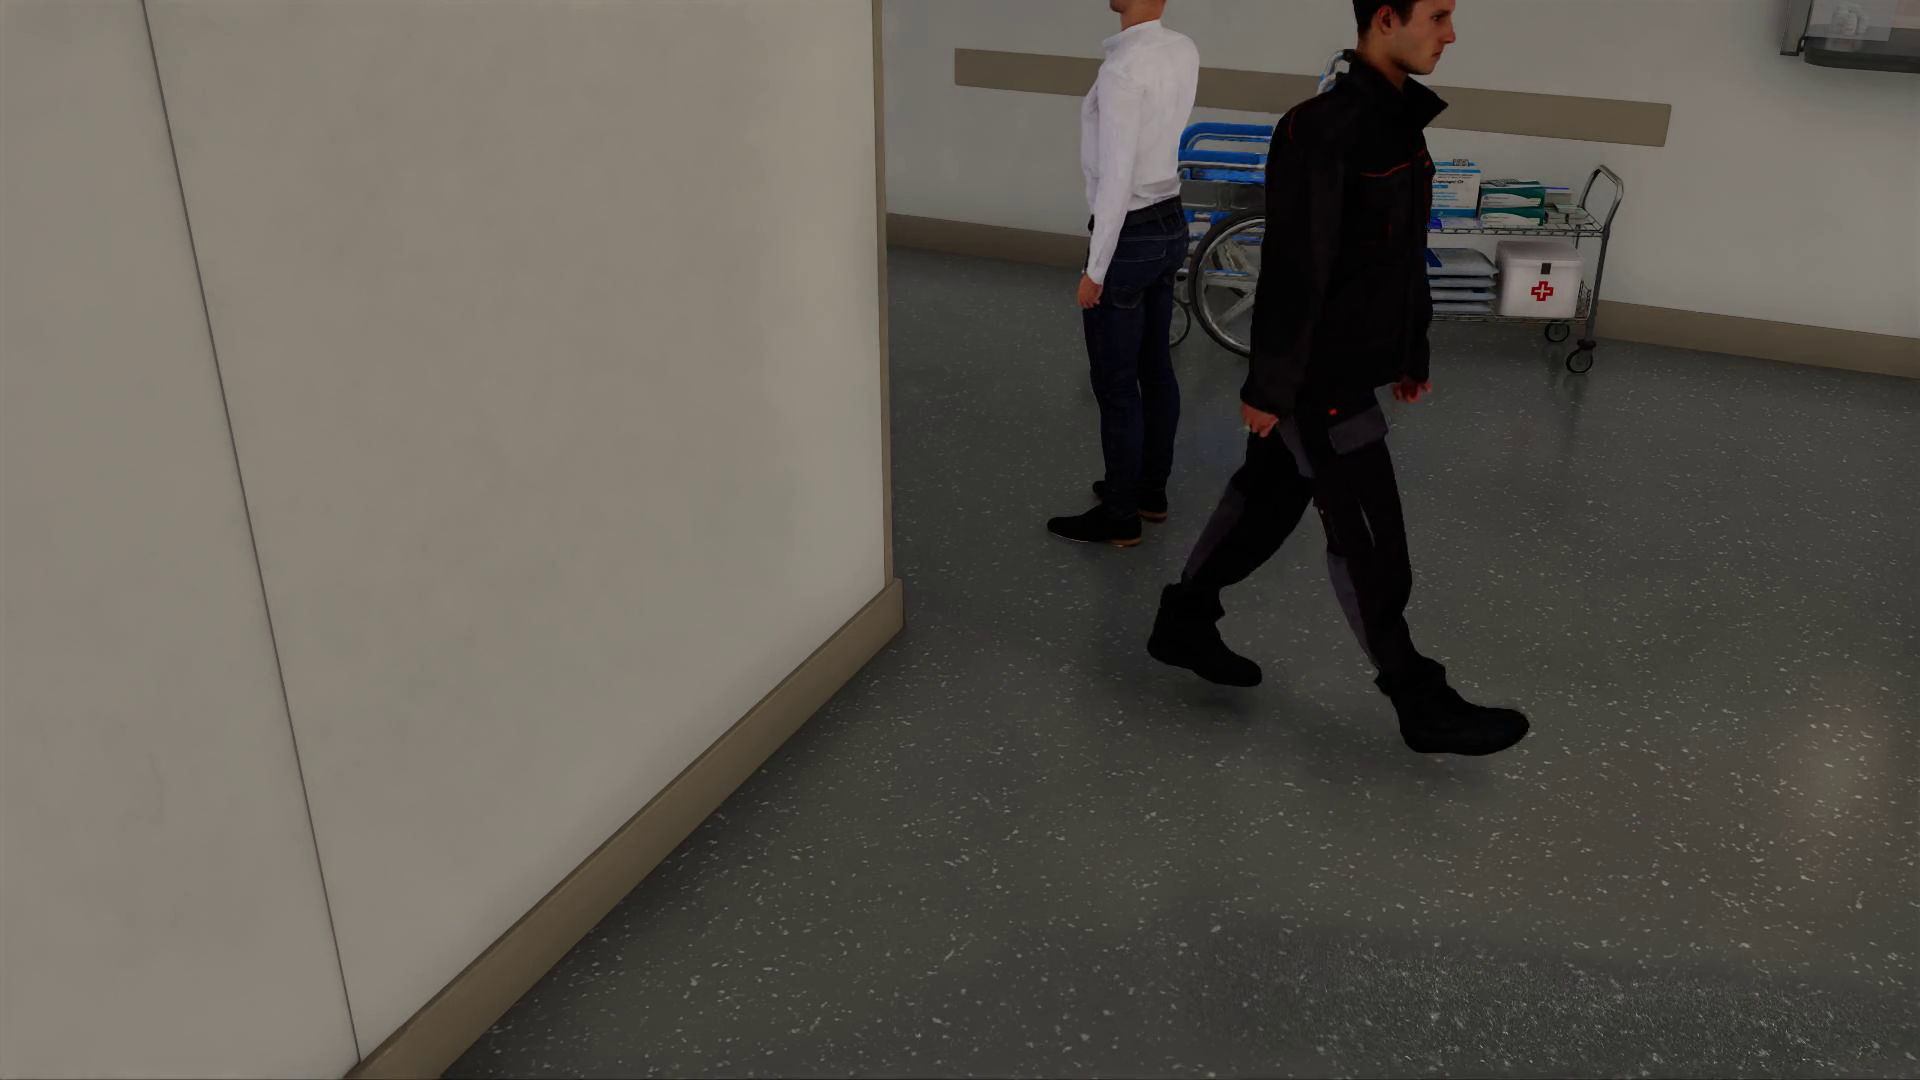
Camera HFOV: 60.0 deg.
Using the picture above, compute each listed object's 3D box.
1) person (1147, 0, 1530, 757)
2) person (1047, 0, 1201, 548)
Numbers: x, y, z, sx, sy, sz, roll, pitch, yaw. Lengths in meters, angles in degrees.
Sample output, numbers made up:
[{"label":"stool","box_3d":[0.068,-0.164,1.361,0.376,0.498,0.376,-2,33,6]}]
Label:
[{"label":"person","box_3d":[0.788,-0.409,3.988,0.830,1.880,1.195,14,29,26]},{"label":"person","box_3d":[0.530,-0.885,4.989,0.708,1.868,0.568,16,30,30]}]
